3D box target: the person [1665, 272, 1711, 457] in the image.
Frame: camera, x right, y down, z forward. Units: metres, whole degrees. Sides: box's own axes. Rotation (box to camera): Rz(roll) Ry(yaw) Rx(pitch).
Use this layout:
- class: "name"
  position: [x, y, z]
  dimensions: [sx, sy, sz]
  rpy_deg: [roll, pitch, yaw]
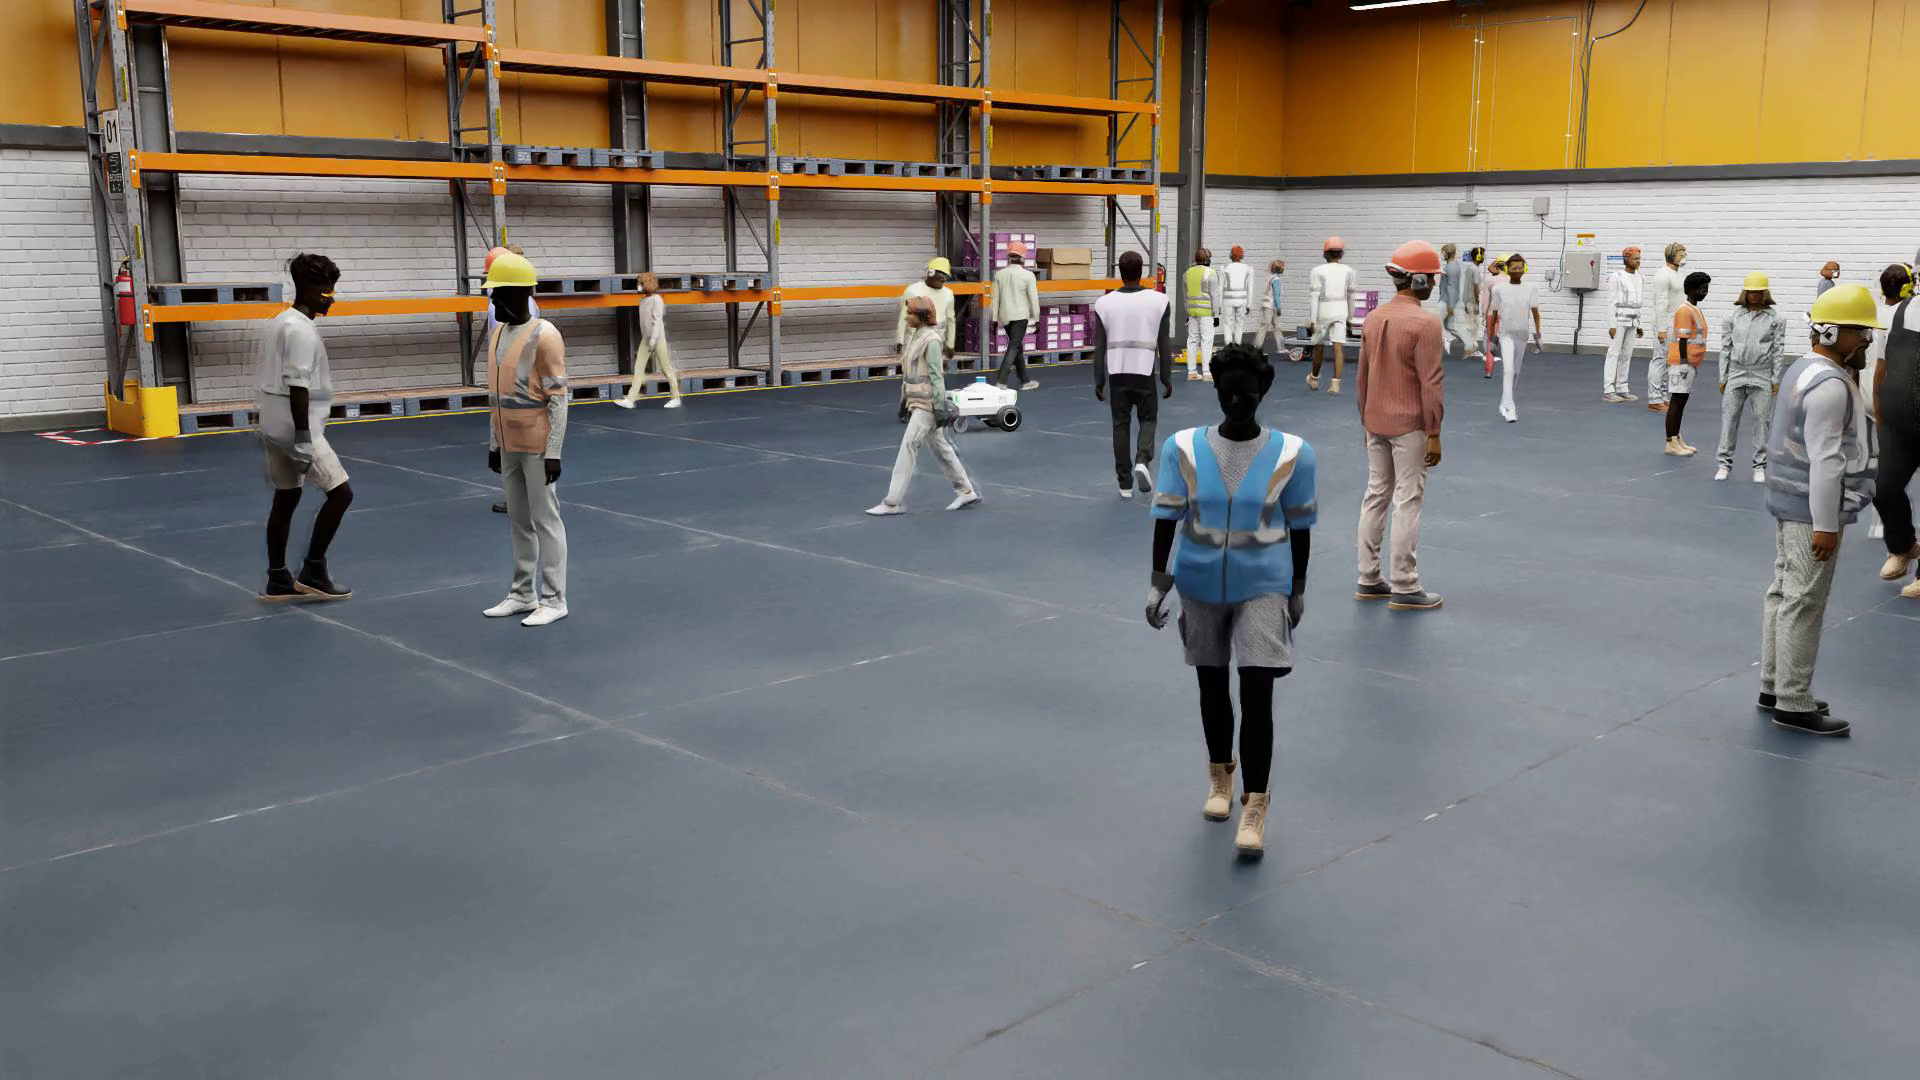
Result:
- class: "person"
  position: [6.692, -1.619, 15.321]
  dimensions: [0.321, 1.692, 0.529]
  rpy_deg: [7, 12, 32]

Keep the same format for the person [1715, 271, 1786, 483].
- class: "person"
  position: [6.483, -1.334, 13.661]
  dimensions: [0.480, 1.733, 0.337]
  rpy_deg: [6, 12, 28]

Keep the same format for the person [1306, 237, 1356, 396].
- class: "person"
  position: [4.750, -2.873, 21.352]
  dimensions: [0.630, 1.984, 1.049]
  rpy_deg: [-1, 10, -5]

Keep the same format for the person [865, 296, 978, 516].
- class: "person"
  position: [-0.252, -0.979, 12.103]
  dimensions: [0.870, 1.594, 0.534]
  rpy_deg: [-3, 11, -16]

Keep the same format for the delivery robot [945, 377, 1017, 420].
- class: "delivery robot"
  position: [0.215, -1.451, 17.257]
  dimensions: [0.707, 0.478, 0.477]
  rpy_deg: [-4, 11, -20]

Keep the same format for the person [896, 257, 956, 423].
- class: "person"
  position: [-0.352, -2.145, 17.953]
  dimensions: [0.655, 1.778, 0.415]
  rpy_deg: [-6, 12, -28]

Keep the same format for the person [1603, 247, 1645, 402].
- class: "person"
  position: [8.118, -2.625, 20.289]
  dimensions: [0.572, 1.883, 0.358]
  rpy_deg: [-6, 12, -28]

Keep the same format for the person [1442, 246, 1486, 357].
- class: "person"
  position: [8.447, -3.954, 27.672]
  dimensions: [0.760, 1.844, 0.516]
  rpy_deg: [0, 10, 1]

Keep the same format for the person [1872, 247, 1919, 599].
- class: "person"
  position: [5.401, -0.684, 9.275]
  dimensions: [0.539, 2.000, 0.696]
  rpy_deg: [-8, 13, -37]

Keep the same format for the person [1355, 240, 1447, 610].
- class: "person"
  position: [2.416, -0.621, 9.053]
  dimensions: [0.396, 1.992, 0.622]
  rpy_deg: [-5, 11, -24]

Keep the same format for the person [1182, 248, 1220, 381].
- class: "person"
  position: [3.386, -3.133, 23.168]
  dimensions: [0.429, 1.847, 0.626]
  rpy_deg: [-8, 13, -39]

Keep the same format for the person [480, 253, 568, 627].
- class: "person"
  position: [-2.270, -0.514, 8.655]
  dimensions: [0.586, 1.928, 0.380]
  rpy_deg: [10, 14, 42]

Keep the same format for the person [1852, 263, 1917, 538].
- class: "person"
  position: [6.052, -0.907, 11.024]
  dimensions: [0.716, 1.850, 0.524]
  rpy_deg: [-2, 11, -12]

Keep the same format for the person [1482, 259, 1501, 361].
- class: "person"
  position: [8.632, -3.711, 26.891]
  dimensions: [0.286, 1.633, 0.498]
  rpy_deg: [6, 12, 31]

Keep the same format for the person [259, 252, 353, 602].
- class: "person"
  position: [-3.576, -0.594, 9.090]
  dimensions: [0.559, 1.928, 0.627]
  rpy_deg: [-7, 13, -35]

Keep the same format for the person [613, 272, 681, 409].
- class: "person"
  position: [-3.621, -2.310, 19.365]
  dimensions: [0.850, 1.585, 0.514]
  rpy_deg: [-10, 14, -43]

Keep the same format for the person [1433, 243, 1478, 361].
- class: "person"
  position: [7.906, -3.831, 26.814]
  dimensions: [0.892, 1.905, 0.634]
  rpy_deg: [4, 11, 20]

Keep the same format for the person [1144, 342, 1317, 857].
- class: "person"
  position: [0.880, 0.192, 5.517]
  dimensions: [0.542, 1.670, 0.758]
  rpy_deg: [4, 11, 19]

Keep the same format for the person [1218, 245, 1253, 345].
- class: "person"
  position: [4.433, -3.821, 26.839]
  dimensions: [0.580, 1.870, 0.597]
  rpy_deg: [0, 10, -2]

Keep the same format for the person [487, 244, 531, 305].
- class: "person"
  position: [-4.137, -1.768, 15.464]
  dimensions: [0.373, 1.940, 0.628]
  rpy_deg: [2, 11, 10]

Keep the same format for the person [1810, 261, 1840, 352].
- class: "person"
  position: [12.960, -3.348, 24.910]
  dimensions: [0.280, 1.631, 0.504]
  rpy_deg: [10, 14, 42]

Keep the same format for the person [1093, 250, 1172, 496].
- class: "person"
  position: [1.332, -1.272, 12.845]
  dimensions: [0.624, 1.904, 0.464]
  rpy_deg: [1, 10, 7]

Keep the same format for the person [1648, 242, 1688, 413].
- class: "person"
  position: [8.134, -2.433, 19.092]
  dimensions: [0.372, 1.940, 0.630]
  rpy_deg: [8, 13, 37]

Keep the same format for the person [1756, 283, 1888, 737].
- class: "person"
  position: [3.520, -0.128, 6.820]
  dimensions: [0.404, 1.828, 0.592]
  rpy_deg: [3, 11, 17]

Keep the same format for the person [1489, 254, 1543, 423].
- class: "person"
  position: [6.095, -2.224, 18.292]
  dimensions: [0.528, 1.829, 0.966]
  rpy_deg: [1, 10, 4]

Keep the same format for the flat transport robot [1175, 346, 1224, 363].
- class: "flat transport robot"
  position: [3.985, -2.960, 26.516]
  dimensions: [0.652, 0.197, 1.431]
  rpy_deg: [5, 12, 27]

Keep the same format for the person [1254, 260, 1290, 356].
- class: "person"
  position: [5.296, -3.889, 27.926]
  dimensions: [0.788, 1.594, 0.526]
  rpy_deg: [0, 10, 2]

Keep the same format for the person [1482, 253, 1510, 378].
- class: "person"
  position: [7.659, -3.162, 23.545]
  dimensions: [0.533, 1.765, 0.329]
  rpy_deg: [4, 11, 23]

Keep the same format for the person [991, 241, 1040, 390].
- class: "person"
  position: [0.724, -2.863, 21.438]
  dimensions: [0.634, 1.943, 1.055]
  rpy_deg: [8, 13, 37]

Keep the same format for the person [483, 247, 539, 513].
- class: "person"
  position: [-3.291, -1.163, 12.175]
  dimensions: [0.373, 1.933, 0.549]
  rpy_deg: [3, 11, 14]
